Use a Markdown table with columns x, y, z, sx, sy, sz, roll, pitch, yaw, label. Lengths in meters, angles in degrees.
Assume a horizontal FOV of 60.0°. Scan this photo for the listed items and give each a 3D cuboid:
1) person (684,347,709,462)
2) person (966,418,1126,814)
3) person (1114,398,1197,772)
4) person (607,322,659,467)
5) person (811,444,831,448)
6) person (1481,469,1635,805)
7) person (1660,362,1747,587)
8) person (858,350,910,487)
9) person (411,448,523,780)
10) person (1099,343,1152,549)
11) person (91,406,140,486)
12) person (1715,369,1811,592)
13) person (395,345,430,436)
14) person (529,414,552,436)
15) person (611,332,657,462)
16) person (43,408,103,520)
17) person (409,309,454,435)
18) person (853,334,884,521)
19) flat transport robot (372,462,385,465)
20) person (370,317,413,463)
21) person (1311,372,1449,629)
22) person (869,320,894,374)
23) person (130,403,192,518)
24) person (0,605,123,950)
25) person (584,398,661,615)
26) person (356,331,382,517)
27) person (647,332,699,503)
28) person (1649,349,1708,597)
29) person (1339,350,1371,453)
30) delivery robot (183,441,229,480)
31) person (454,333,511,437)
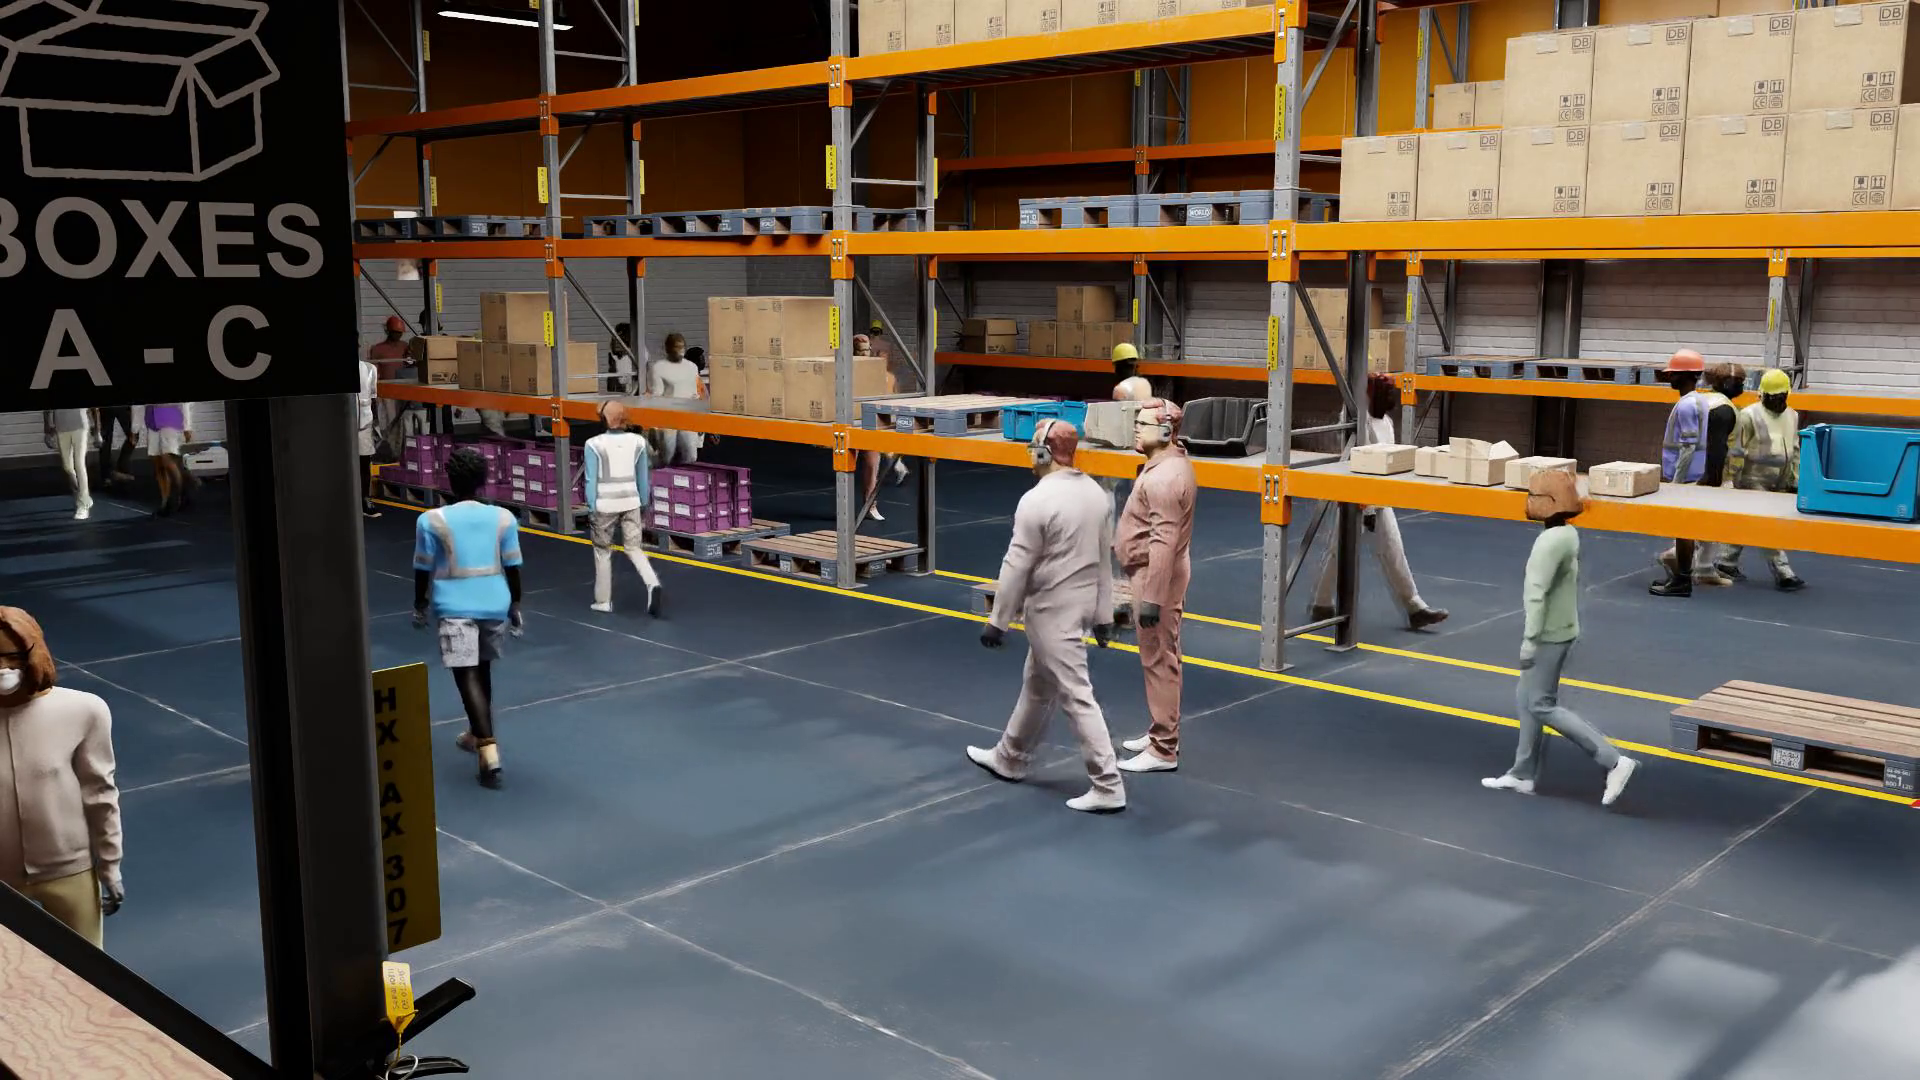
| x | y | z | sx | sy | sz | roll | pitch | yaw | label |
| --- | --- | --- | --- | --- | --- | --- | --- | --- | --- |
| -2.945 | -1.300 | 18.531 | 0.320 | 1.698 | 0.531 | -3 | 10 | -17 | person |
| 0.417 | 0.349 | 7.956 | 1.010 | 1.853 | 0.646 | 6 | 11 | 31 | person |
| 0.993 | 0.226 | 8.520 | 0.410 | 1.913 | 0.651 | 2 | 9 | 11 | person |
| -4.272 | -1.883 | 21.586 | 0.974 | 1.879 | 0.599 | 6 | 11 | 33 | person |
| -2.008 | -2.278 | 23.675 | 0.438 | 1.978 | 0.621 | 6 | 11 | 33 | person |
| 2.876 | 0.470 | 7.921 | 0.653 | 1.614 | 0.501 | 5 | 11 | 29 | person |
| 5.974 | -0.510 | 13.316 | 0.548 | 1.822 | 0.644 | 2 | 9 | 9 | person |
| -0.889 | -1.436 | 19.637 | 0.786 | 1.610 | 0.522 | 6 | 11 | 33 | person |
| -2.466 | 0.363 | 8.466 | 0.530 | 1.657 | 0.863 | -8 | 12 | -39 | person |
| 1.458 | -0.831 | 15.076 | 0.784 | 1.889 | 0.590 | 8 | 12 | 41 | person |
| -10.002 | -1.551 | 19.675 | 0.629 | 1.823 | 0.454 | 0 | 9 | 1 | person |
| 6.475 | -0.486 | 13.344 | 0.618 | 1.770 | 0.908 | -4 | 10 | -26 | person |
| -6.704 | -1.582 | 20.457 | 0.500 | 1.633 | 0.282 | 1 | 9 | 5 | person |
| -6.466 | -2.515 | 25.478 | 0.329 | 1.865 | 0.518 | -6 | 11 | -31 | person |
| -3.899 | -1.554 | 19.727 | 0.953 | 1.822 | 0.534 | 3 | 10 | 16 | person |
| -9.223 | -1.155 | 17.293 | 0.534 | 1.829 | 0.873 | -3 | 10 | -17 | person |
| -7.035 | -2.060 | 22.144 | 0.688 | 2.000 | 0.539 | 0 | 9 | 1 | person |
| -1.008 | -1.120 | 16.802 | 0.642 | 1.906 | 0.410 | -5 | 10 | -28 | person |
| -7.588 | -0.783 | 19.722 | 1.431 | 0.197 | 0.652 | -3 | 10 | -15 | flat transport robot |
| -7.272 | -1.913 | 21.579 | 0.601 | 1.934 | 0.984 | -8 | 12 | -41 | person |
| 2.962 | -0.269 | 11.799 | 1.012 | 1.823 | 0.612 | 7 | 12 | 38 | person |
| -1.299 | -2.555 | 26.019 | 0.525 | 1.769 | 0.313 | -1 | 9 | -8 | person |
| -8.206 | -1.176 | 17.057 | 0.552 | 1.922 | 0.409 | 2 | 10 | 13 | person |
| -2.671 | 0.981 | 4.772 | 0.493 | 1.625 | 0.283 | -5 | 11 | -28 | person |
| -2.488 | -0.229 | 12.238 | 0.524 | 1.618 | 0.684 | -8 | 12 | -39 | person |
| -6.220 | -1.188 | 17.025 | 0.363 | 1.966 | 0.610 | 9 | 13 | 44 | person |
| -3.071 | -1.265 | 17.701 | 0.642 | 1.910 | 0.912 | -9 | 13 | -42 | person |
| 5.634 | -0.522 | 13.028 | 0.358 | 1.936 | 0.552 | 5 | 11 | 29 | person |
| 4.331 | -1.290 | 18.266 | 0.312 | 1.768 | 0.524 | 3 | 10 | 18 | person |
| -8.623 | -0.902 | 19.299 | 0.707 | 0.478 | 0.477 | -3 | 10 | -20 | delivery robot |
| -5.847 | -1.655 | 20.533 | 0.944 | 1.771 | 0.648 | 4 | 10 | 21 | person |
